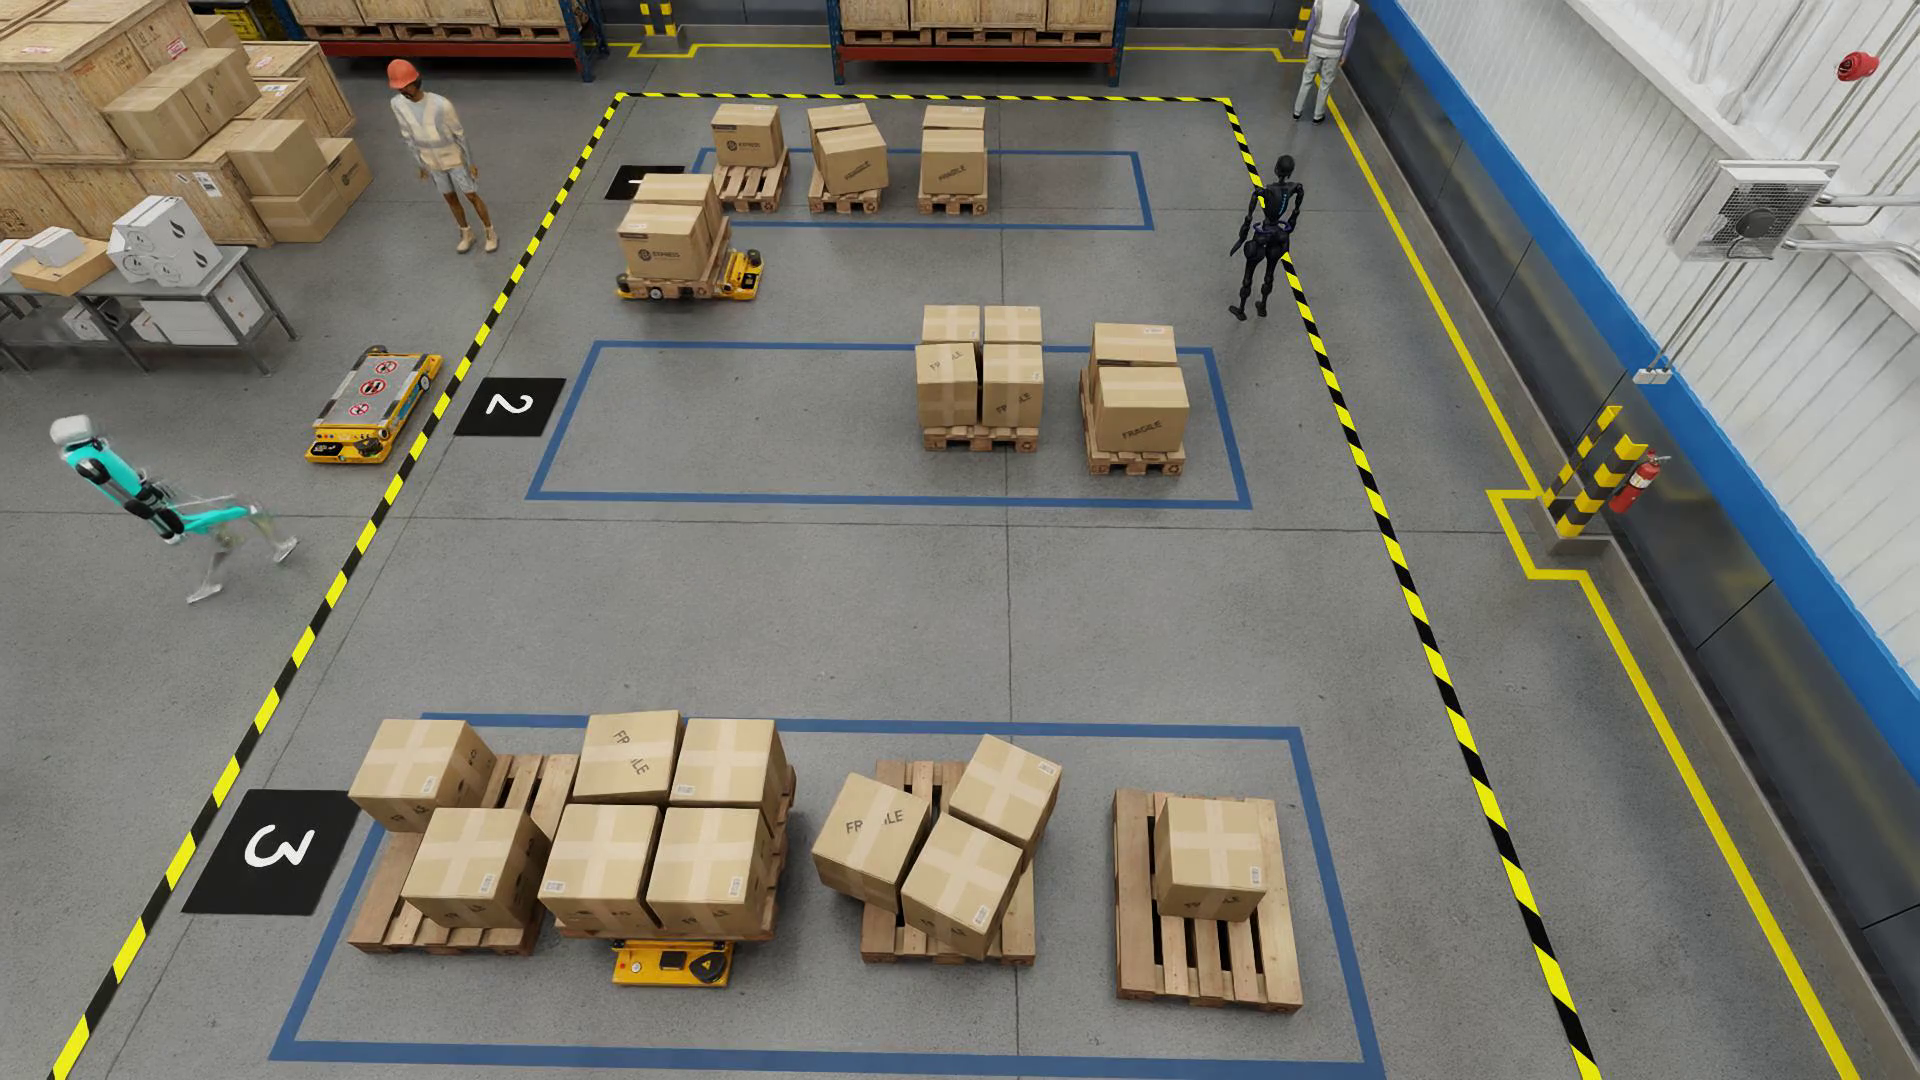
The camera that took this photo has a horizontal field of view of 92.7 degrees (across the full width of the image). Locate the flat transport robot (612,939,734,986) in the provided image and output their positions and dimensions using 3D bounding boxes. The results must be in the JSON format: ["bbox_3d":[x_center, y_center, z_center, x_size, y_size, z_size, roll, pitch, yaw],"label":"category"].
[{"bbox_3d":[-1.659,1.971,5.681,0.652,0.197,1.431,1,50,1],"label":"flat transport robot"}]

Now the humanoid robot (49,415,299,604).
[{"bbox_3d":[-5.592,-0.303,6.702,1.039,1.776,0.533,-35,58,-26],"label":"humanoid robot"}]

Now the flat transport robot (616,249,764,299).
[{"bbox_3d":[-2.862,-2.842,9.754,1.431,0.197,0.652,1,50,1],"label":"flat transport robot"}]

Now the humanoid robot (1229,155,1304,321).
[{"bbox_3d":[2.965,-2.917,8.903,0.599,1.657,0.315,-8,50,-7],"label":"humanoid robot"}]

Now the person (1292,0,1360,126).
[{"bbox_3d":[4.639,-6.216,11.600,0.586,1.836,0.404,23,54,18],"label":"person"}]

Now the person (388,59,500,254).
[{"bbox_3d":[-5.374,-3.939,9.539,0.609,2.042,0.392,0,50,0],"label":"person"}]

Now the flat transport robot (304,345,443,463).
[{"bbox_3d":[-5.383,-1.269,8.441,0.659,0.231,1.431,1,50,1],"label":"flat transport robot"}]
